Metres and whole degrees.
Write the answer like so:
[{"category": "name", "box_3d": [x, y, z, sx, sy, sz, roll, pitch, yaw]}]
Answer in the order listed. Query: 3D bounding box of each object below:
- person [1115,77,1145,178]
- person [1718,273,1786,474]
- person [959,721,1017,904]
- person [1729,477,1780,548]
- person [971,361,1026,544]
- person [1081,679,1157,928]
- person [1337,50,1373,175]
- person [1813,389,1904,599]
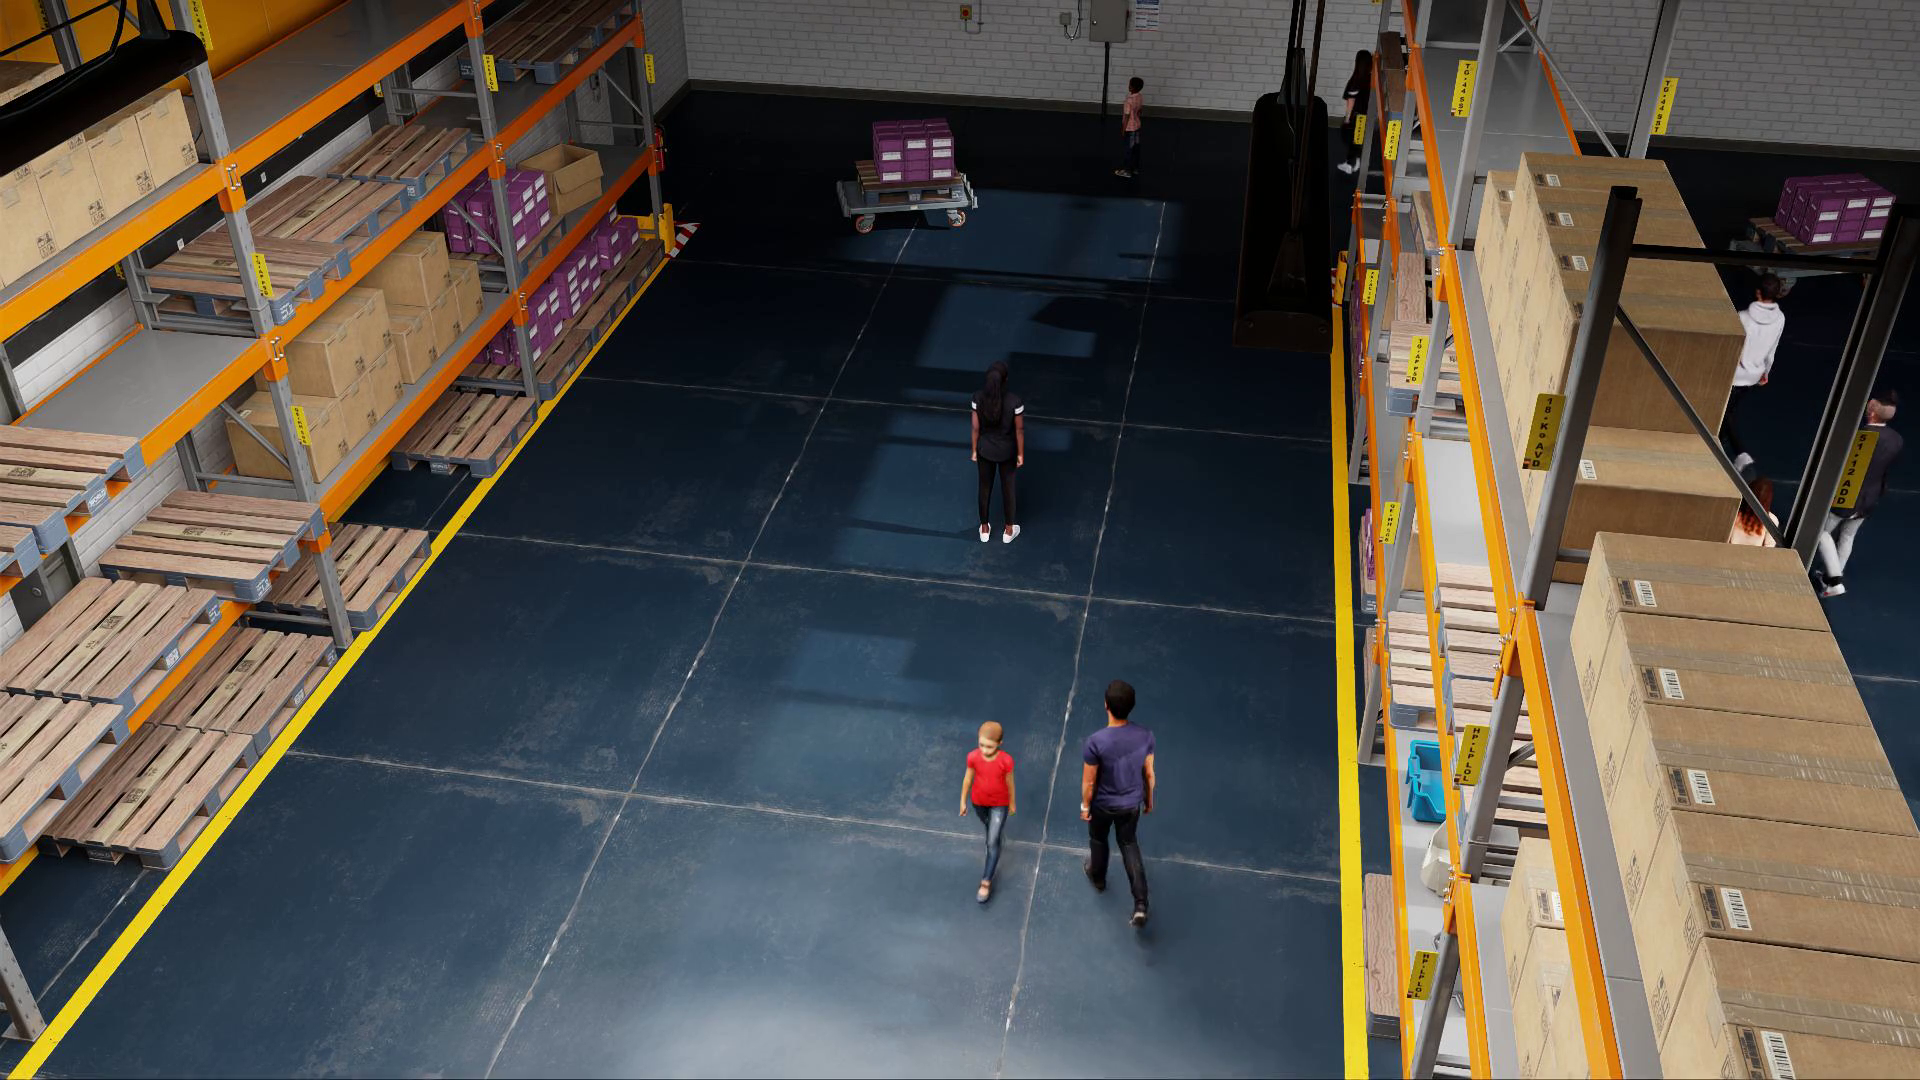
[{"category": "person", "box_3d": [2.247, -5.390, 21.669, 0.642, 1.307, 0.557, 25, 41, 33]}, {"category": "person", "box_3d": [7.223, -1.499, 15.276, 0.924, 1.903, 1.237, -4, 34, -6]}, {"category": "person", "box_3d": [0.213, 1.684, 11.048, 0.569, 1.283, 0.920, 9, 35, 14]}, {"category": "person", "box_3d": [6.193, 0.141, 13.188, 0.645, 1.483, 0.655, 24, 40, 31]}, {"category": "person", "box_3d": [0.319, -0.764, 14.328, 0.603, 1.729, 0.534, 6, 34, 9]}, {"category": "person", "box_3d": [1.024, 1.714, 10.568, 0.924, 1.764, 1.136, -9, 35, -13]}, {"category": "person", "box_3d": [5.199, -5.511, 21.563, 0.813, 1.626, 0.870, -23, 40, -31]}, {"category": "person", "box_3d": [7.267, -0.313, 13.456, 0.839, 1.942, 0.943, 0, 34, 0]}]
